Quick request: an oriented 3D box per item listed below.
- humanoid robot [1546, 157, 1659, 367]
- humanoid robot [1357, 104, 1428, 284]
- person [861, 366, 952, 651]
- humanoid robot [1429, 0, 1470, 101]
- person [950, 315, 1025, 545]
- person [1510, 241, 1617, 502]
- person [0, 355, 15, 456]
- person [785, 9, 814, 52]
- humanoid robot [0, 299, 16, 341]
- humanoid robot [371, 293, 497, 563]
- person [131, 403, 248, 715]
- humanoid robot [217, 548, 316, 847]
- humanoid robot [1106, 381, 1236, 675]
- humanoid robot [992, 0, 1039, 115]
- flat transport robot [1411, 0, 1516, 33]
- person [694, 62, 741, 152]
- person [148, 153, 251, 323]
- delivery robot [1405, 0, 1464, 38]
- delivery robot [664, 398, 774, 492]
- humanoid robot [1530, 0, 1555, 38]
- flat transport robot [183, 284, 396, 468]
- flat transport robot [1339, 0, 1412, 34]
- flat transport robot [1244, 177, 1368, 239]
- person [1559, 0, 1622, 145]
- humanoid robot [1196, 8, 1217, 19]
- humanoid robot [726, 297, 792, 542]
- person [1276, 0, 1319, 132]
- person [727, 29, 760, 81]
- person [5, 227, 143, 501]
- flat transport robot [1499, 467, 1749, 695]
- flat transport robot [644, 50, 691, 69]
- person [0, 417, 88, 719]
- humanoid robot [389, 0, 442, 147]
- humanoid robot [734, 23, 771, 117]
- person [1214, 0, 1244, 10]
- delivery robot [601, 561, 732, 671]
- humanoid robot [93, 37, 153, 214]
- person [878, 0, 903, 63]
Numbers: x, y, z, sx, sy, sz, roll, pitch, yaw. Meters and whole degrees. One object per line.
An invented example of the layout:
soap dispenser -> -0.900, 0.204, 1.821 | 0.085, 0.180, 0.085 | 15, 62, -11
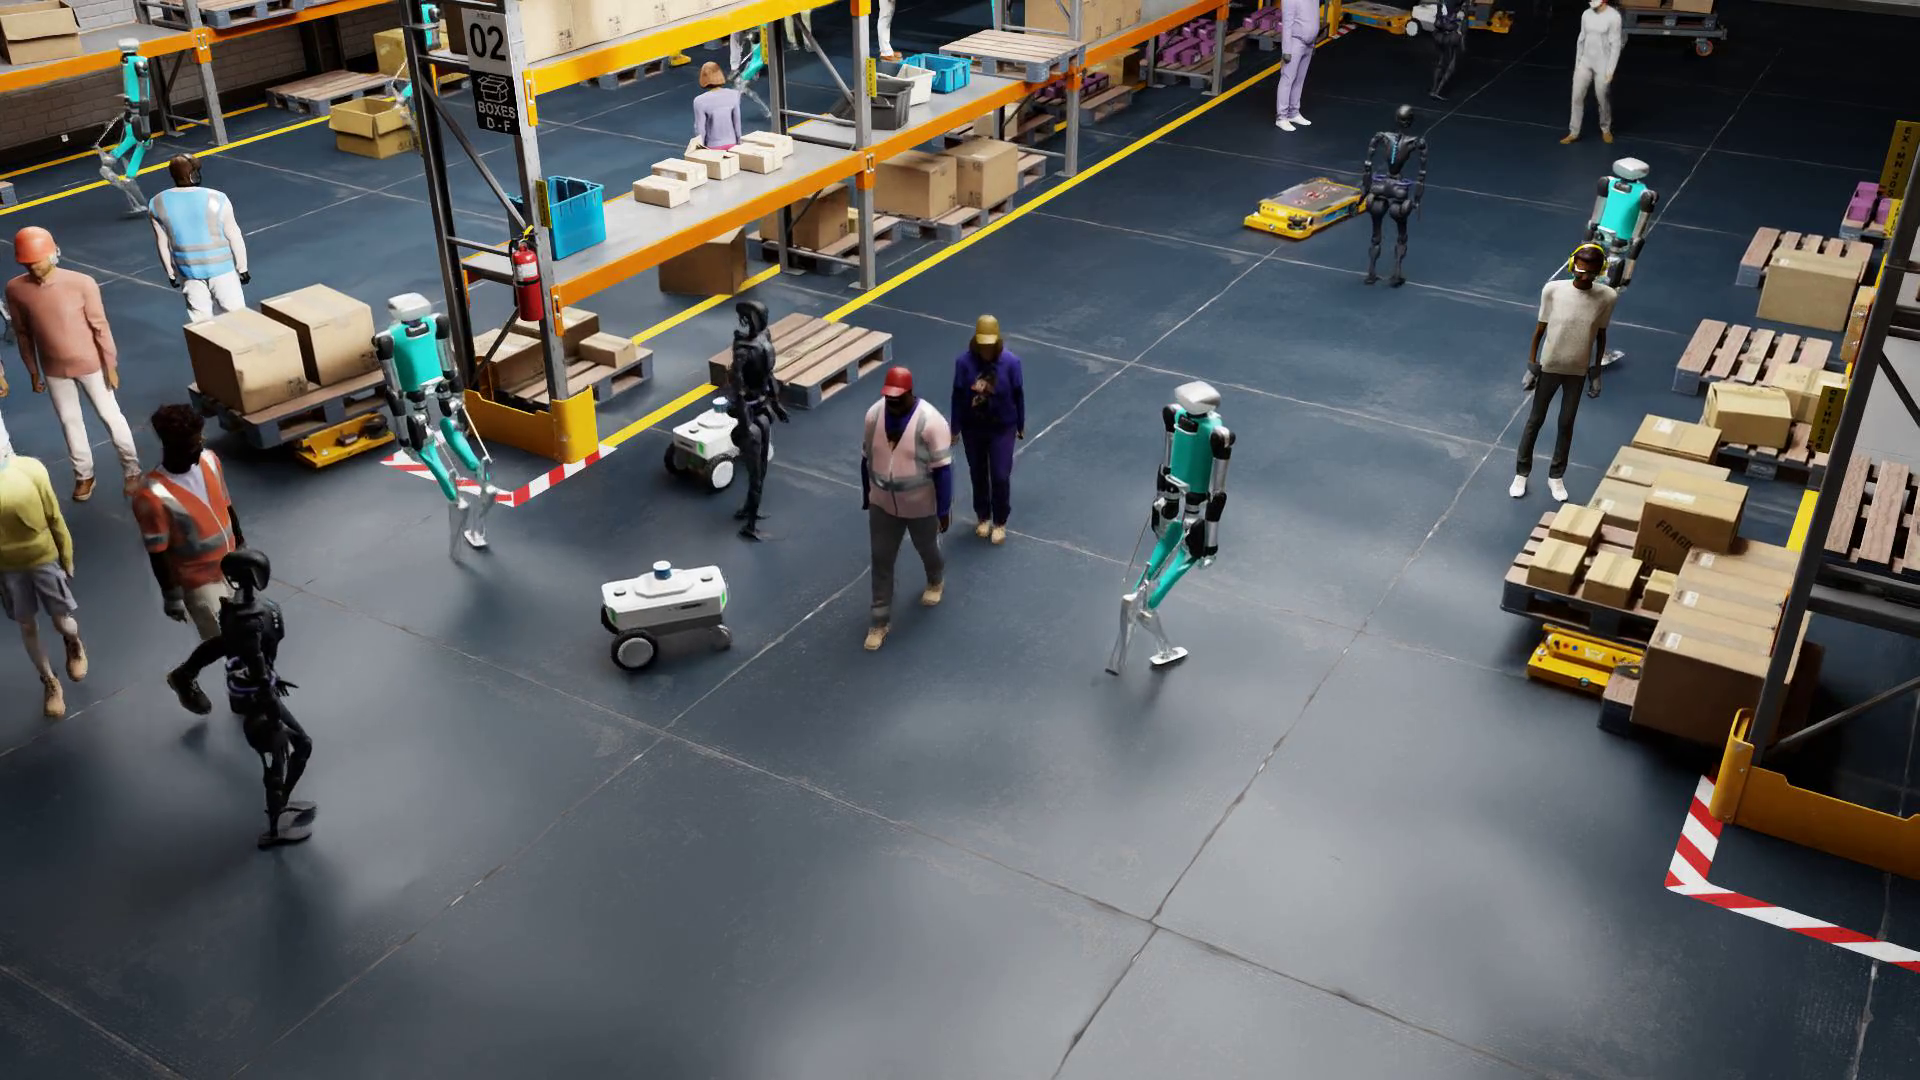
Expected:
humanoid robot -> 5.004, -2.116, 13.193 | 0.942, 1.758, 0.535 | -16, 33, -26
humanoid robot -> 3.876, -3.107, 15.009 | 0.591, 1.655, 0.326 | 15, 33, 24
person -> -0.311, -0.253, 9.940 | 0.615, 1.728, 0.856 | 9, 31, 15
humanoid robot -> 6.057, -6.345, 20.743 | 0.445, 1.648, 0.597 | -13, 32, -22
person -> 0.173, -0.709, 10.825 | 0.476, 1.603, 0.488 | 5, 30, 8
person -> 4.122, -1.144, 11.345 | 0.516, 1.865, 0.327 | 6, 30, 10
person -> -6.693, -1.069, 11.082 | 0.610, 1.995, 0.376 | -13, 32, -22
person -> -2.272, -7.585, 22.891 | 0.584, 1.703, 0.717 | -12, 32, -21
humanoid robot -> -8.299, -2.415, 13.809 | 0.647, 1.637, 0.598 | 18, 34, 29
humanoid robot -> -3.263, -0.653, 10.646 | 0.700, 1.829, 0.531 | 22, 36, 34
person -> -4.110, 0.144, 8.994 | 0.488, 1.938, 0.611 | 6, 30, 10
humanoid robot -> -3.411, 0.779, 8.130 | 0.359, 1.641, 0.591 | -13, 32, -22
humanoid robot -> 1.101, 0.051, 9.461 | 0.778, 1.887, 0.543 | -17, 34, -27
humanoid robot -> 0.767, -5.795, 19.701 | 0.862, 1.775, 0.601 | -7, 30, -13
flat transport robot -> 7.421, -7.704, 24.570 | 1.431, 0.231, 0.659 | 12, 32, 21
person -> -2.387, -3.901, 16.463 | 0.503, 1.628, 0.283 | -19, 34, -30
person -> -5.940, -2.136, 13.126 | 0.633, 1.838, 0.429 | -6, 30, -10
delivery robot -> 6.829, -7.447, 23.813 | 0.499, 0.582, 0.765 | -22, 36, -34
delivery robot -> -1.716, -0.725, 11.923 | 0.499, 0.585, 0.765 | 23, 36, 34
humanoid robot -> 8.396, -7.997, 23.673 | 0.614, 1.651, 0.364 | 18, 34, 28
flat transport robot -> -4.960, -0.924, 12.577 | 1.431, 0.231, 0.659 | 23, 37, 35
flat transport robot -> 6.195, -7.747, 24.646 | 0.659, 0.231, 1.431 | -21, 36, -32
flat transport robot -> 3.567, -3.384, 16.928 | 0.659, 0.231, 1.431 | 24, 37, 36
person -> 7.307, -5.451, 18.986 | 0.694, 1.860, 0.586 | -22, 36, -33
humanoid robot -> 3.738, -8.603, 24.725 | 0.382, 1.657, 0.589 | -16, 33, -26
humanoid robot -> -1.372, -0.830, 10.995 | 0.381, 1.646, 0.601 | 8, 31, 14
person -> 3.997, -5.803, 19.544 | 0.410, 1.909, 0.638 | 23, 37, 35
person -> -2.827, -6.948, 21.526 | 0.491, 1.950, 0.424 | 3, 30, 6
person -> -6.036, -1.182, 11.296 | 0.614, 1.984, 0.418 | -4, 30, -7
flat transport robot -> 3.950, 0.499, 10.059 | 0.659, 0.231, 1.431 | 16, 33, 27
flat transport robot -> -4.404, -6.458, 22.366 | 1.431, 0.231, 0.659 | -22, 36, -34
person -> -5.118, 0.118, 9.110 | 0.466, 1.876, 0.476 | -11, 31, -19
humanoid robot -> -6.160, -5.223, 18.765 | 0.561, 1.846, 0.777 | 25, 38, 37
humanoid robot -> -2.546, -5.775, 19.697 | 0.968, 1.778, 0.544 | -26, 38, -37
person -> 4.119, -9.022, 25.315 | 0.618, 1.828, 0.528 | 2, 30, 4
delivery robot -> -1.776, 0.414, 9.925 | 0.788, 0.601, 0.499 | -9, 31, -16
humanoid robot -> -8.395, -4.062, 16.661 | 0.802, 1.794, 0.557 | -23, 37, -35
person -> -0.970, -7.449, 22.425 | 0.373, 1.938, 0.627 | -1, 29, -2
